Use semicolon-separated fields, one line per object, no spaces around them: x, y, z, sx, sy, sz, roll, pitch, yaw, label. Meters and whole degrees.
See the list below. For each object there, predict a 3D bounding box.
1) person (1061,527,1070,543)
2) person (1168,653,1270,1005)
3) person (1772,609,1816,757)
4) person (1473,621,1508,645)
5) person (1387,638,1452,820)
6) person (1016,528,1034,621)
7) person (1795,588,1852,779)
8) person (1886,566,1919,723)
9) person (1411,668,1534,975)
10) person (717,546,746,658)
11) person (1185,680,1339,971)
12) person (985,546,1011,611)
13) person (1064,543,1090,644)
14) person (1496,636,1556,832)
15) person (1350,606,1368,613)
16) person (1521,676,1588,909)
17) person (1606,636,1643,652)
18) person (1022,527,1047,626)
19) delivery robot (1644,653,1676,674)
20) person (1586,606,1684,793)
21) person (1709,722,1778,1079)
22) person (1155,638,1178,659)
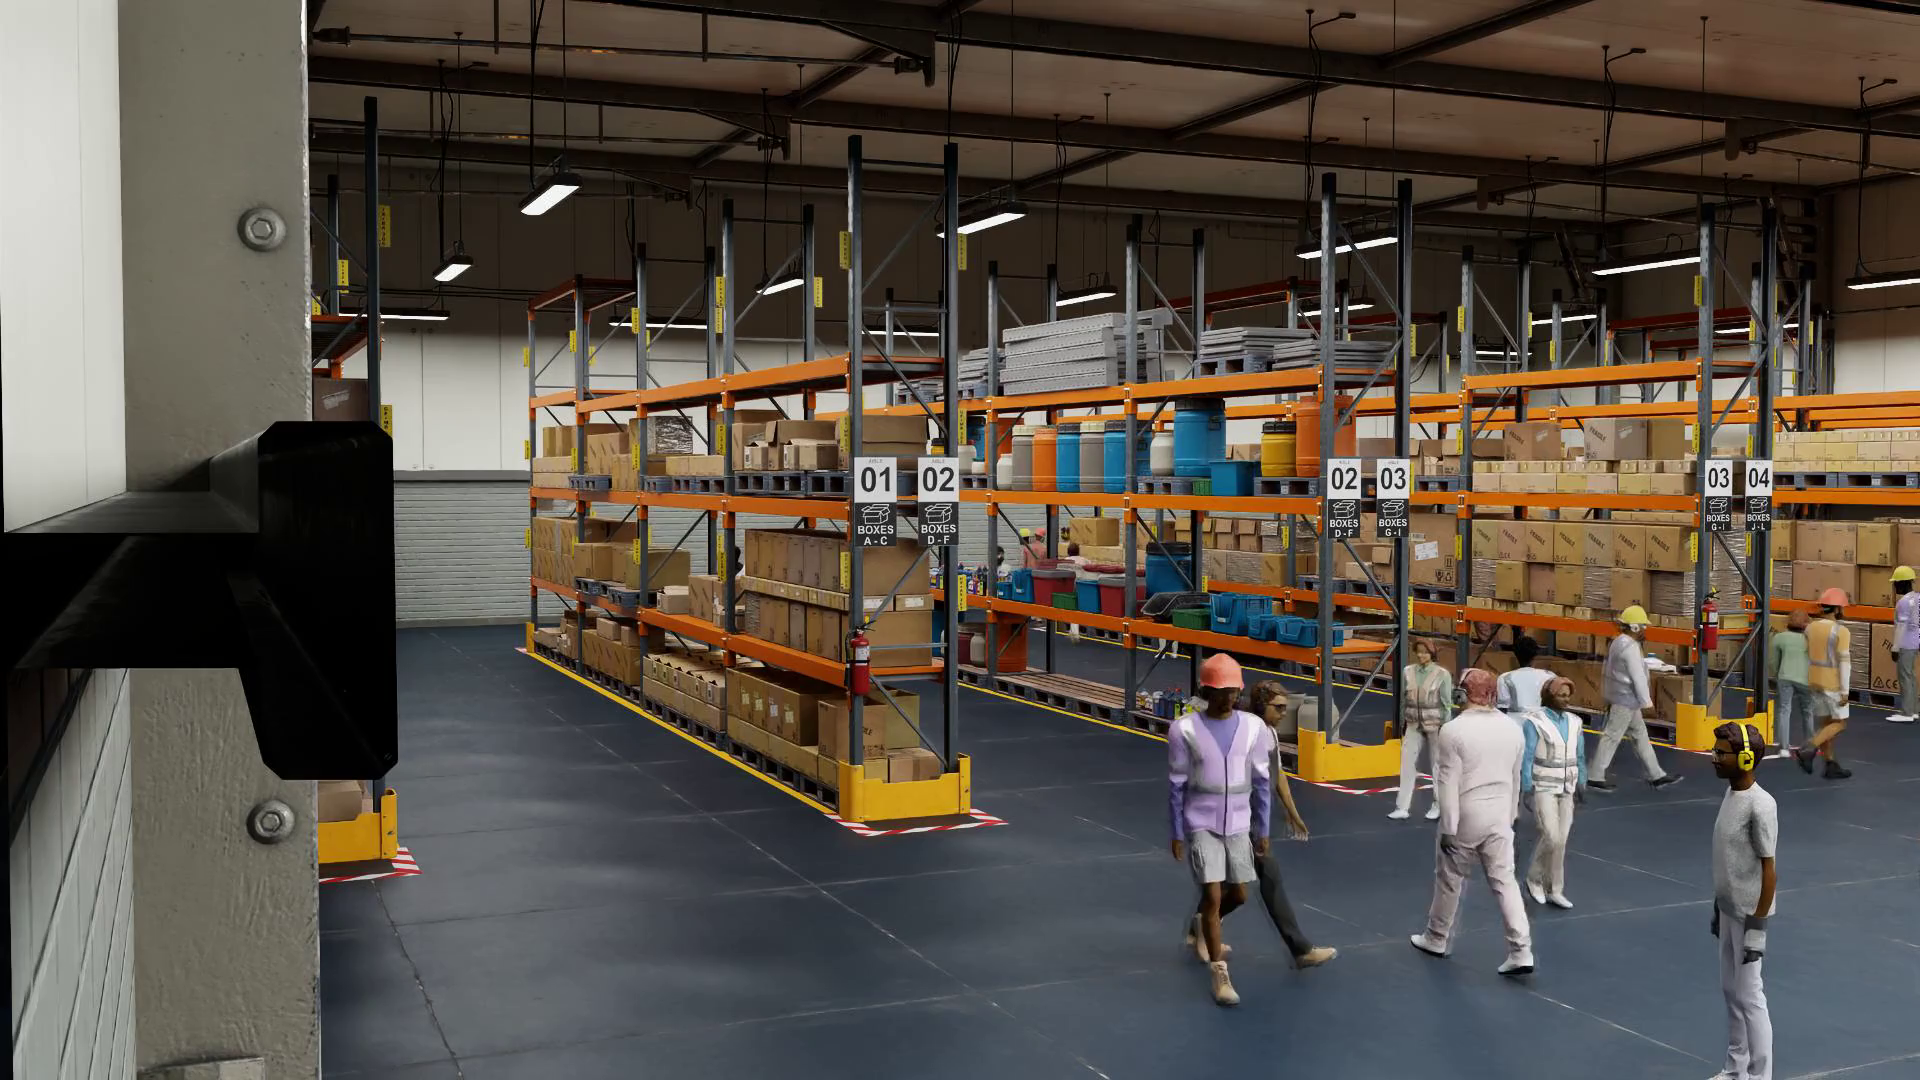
2.224;0.653;39.082;0.767;1.837;0.554;0;2;9;person
1.515;1.660;10.622;0.614;2.020;0.789;0;2;-10;person
9.038;1.535;19.345;0.508;1.582;0.887;2;3;38;person
7.826;1.116;26.828;0.675;1.849;1.005;0;2;-9;person
4.019;1.661;15.635;0.757;1.602;0.545;-2;3;-43;person
1.348;0.711;36.726;0.421;1.908;0.603;0;2;3;person
8.597;1.434;17.845;0.675;1.915;0.546;-1;2;-18;person
11.582;1.273;21.934;0.383;1.919;0.598;2;3;42;person
3.215;1.723;11.090;0.660;1.859;1.009;-1;2;-21;person
-3.513;1.041;28.001;0.590;1.917;0.396;0;2;6;person
1.854;1.752;11.143;1.001;1.786;0.544;1;2;27;person
0.625;1.010;29.716;0.523;1.848;0.713;-1;3;-32;person
2.035;0.945;31.965;0.634;1.808;0.931;-1;2;-16;person
4.887;1.652;15.391;0.542;1.660;0.870;0;2;9;person
6.706;1.001;29.832;0.610;1.844;0.891;0;2;-8;person
4.185;1.770;12.583;0.536;1.625;0.370;-1;2;-25;person
8.716;1.234;23.436;0.554;1.895;0.960;1;2;14;person
1.532;0.724;35.546;0.617;1.973;0.483;1;2;20;person
9.571;1.809;24.801;0.477;0.478;0.707;-1;2;-19;delivery robot
6.415;1.524;17.077;0.915;1.782;0.601;1;2;13;person
3.739;1.806;8.623;0.320;1.871;0.533;0;2;4;person
3.368;1.130;29.313;0.507;1.631;0.276;-1;2;-19;person
